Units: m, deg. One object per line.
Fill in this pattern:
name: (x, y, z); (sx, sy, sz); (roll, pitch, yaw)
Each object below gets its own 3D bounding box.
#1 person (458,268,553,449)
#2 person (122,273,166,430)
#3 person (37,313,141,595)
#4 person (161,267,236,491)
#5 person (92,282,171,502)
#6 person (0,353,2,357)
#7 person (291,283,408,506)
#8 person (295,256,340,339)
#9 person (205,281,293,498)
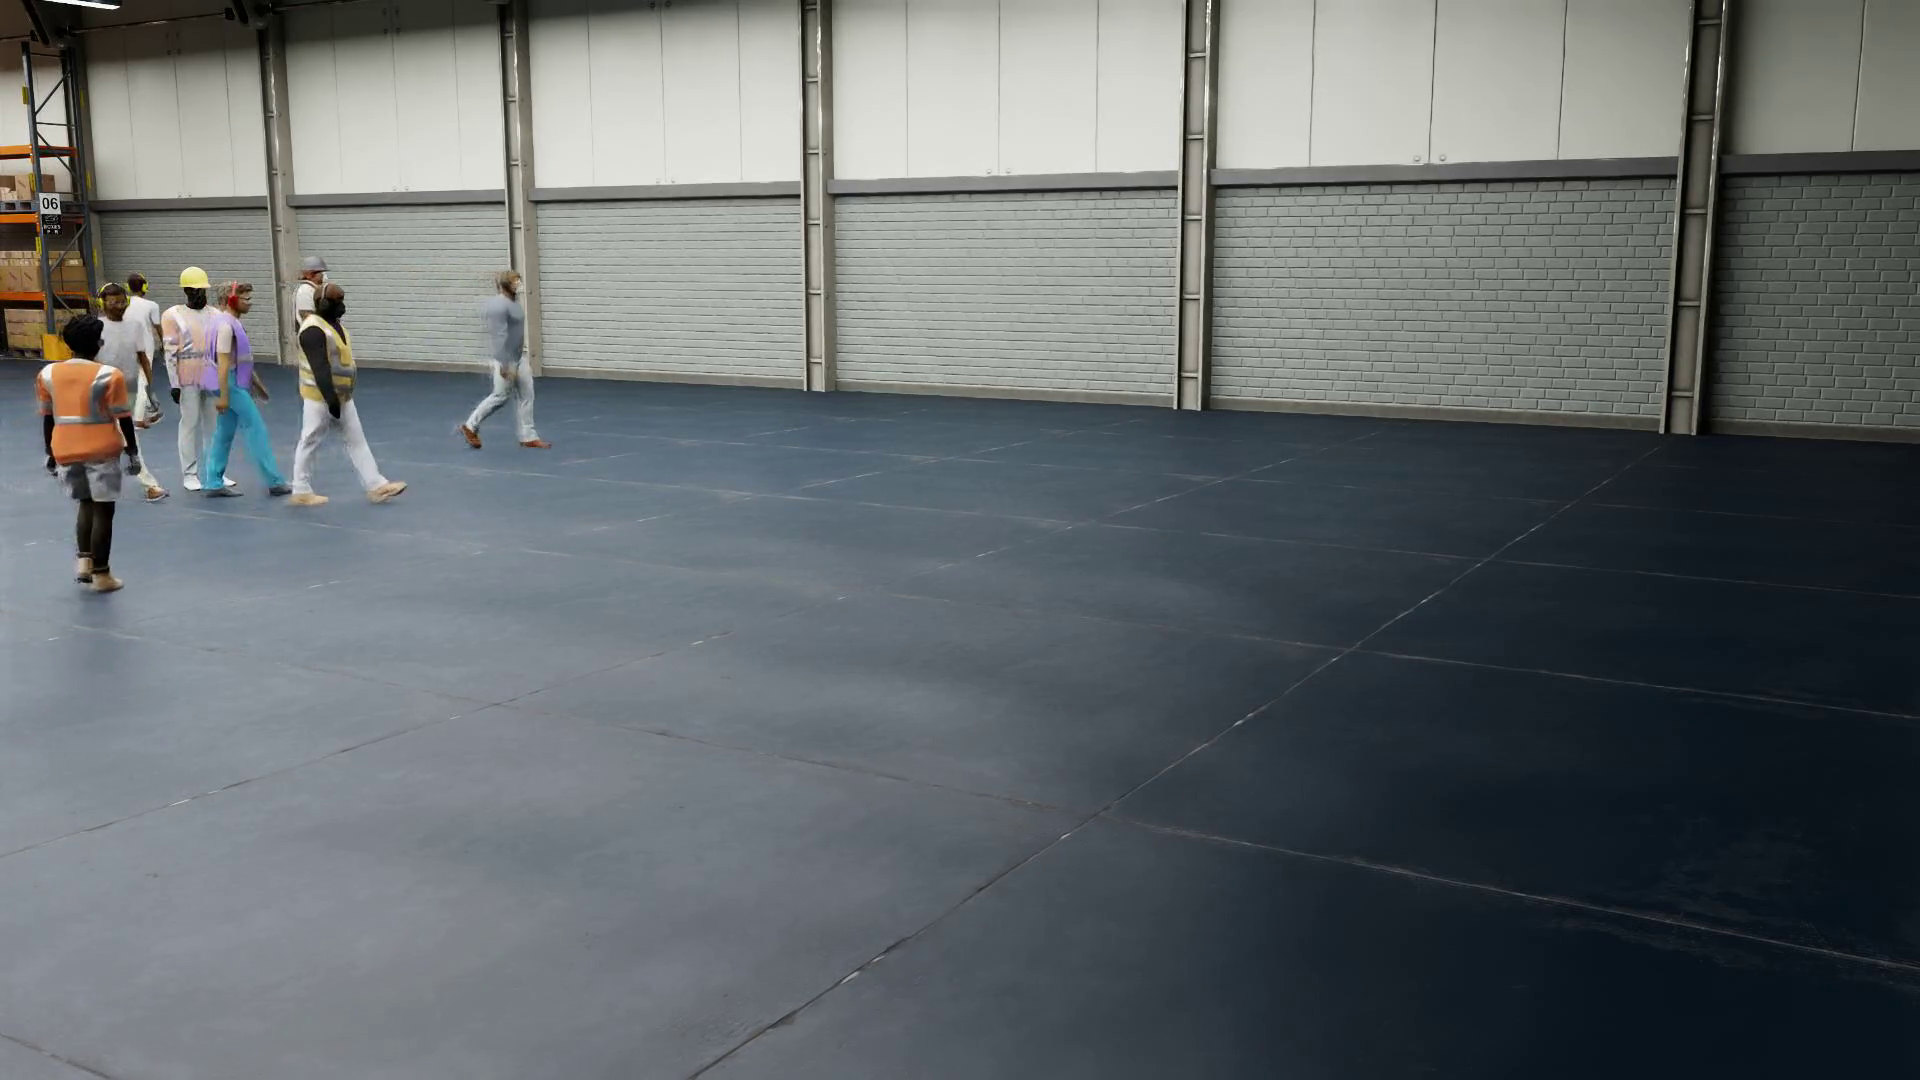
person: (-4.783, -1.876, 17.345); (0.908, 1.910, 0.639); (1, 10, 4)
person: (-9.660, -2.230, 19.665); (0.555, 1.812, 0.975); (0, 10, 0)
person: (-5.206, -0.517, 10.015); (0.547, 1.678, 0.437); (1, 10, 5)
person: (-6.608, -1.401, 14.473); (0.366, 1.927, 0.585); (6, 11, 30)
person: (-6.938, -1.210, 13.735); (0.956, 1.811, 0.505); (5, 11, 25)
person: (-18.637, -4.221, 31.334); (0.950, 1.820, 0.583); (-4, 10, -22)
person: (-5.018, -1.159, 13.434); (0.941, 1.795, 0.650); (0, 10, 2)
person: (-8.088, -2.574, 21.012); (0.559, 2.000, 0.707); (-2, 10, -14)
person: (-5.943, -1.247, 13.937); (0.902, 1.802, 0.589); (-4, 10, -22)
